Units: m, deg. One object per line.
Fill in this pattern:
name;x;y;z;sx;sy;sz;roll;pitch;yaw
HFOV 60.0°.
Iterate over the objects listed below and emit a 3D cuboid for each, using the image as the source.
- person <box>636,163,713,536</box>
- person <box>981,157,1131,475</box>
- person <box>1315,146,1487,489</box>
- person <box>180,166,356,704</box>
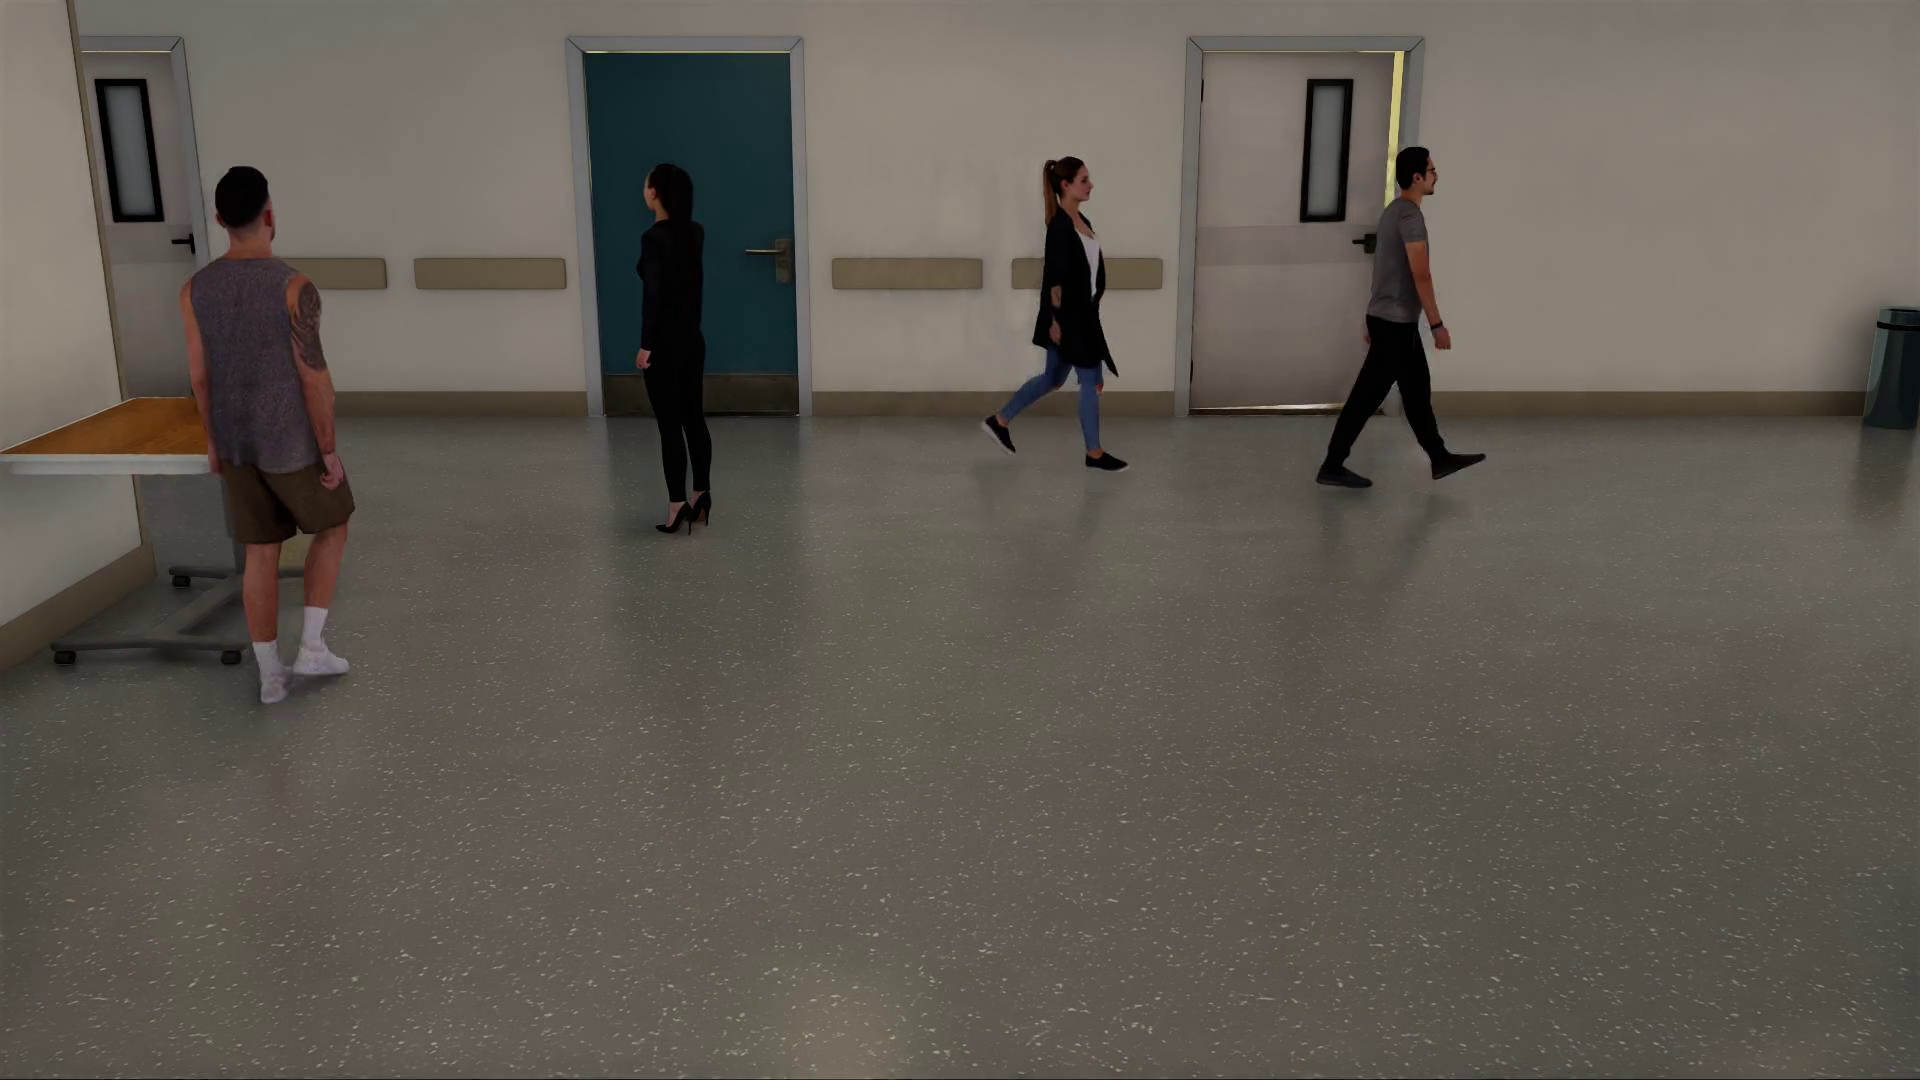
person;-1.328;-0.885;7.735;0.639;1.711;0.646;8;18;26
person;0.494;-1.175;8.870;1.164;1.655;0.854;5;16;17
person;2.115;-1.078;8.420;1.131;1.712;0.686;2;16;5
person;-2.360;-0.308;5.595;0.526;1.831;0.715;0;16;-1
